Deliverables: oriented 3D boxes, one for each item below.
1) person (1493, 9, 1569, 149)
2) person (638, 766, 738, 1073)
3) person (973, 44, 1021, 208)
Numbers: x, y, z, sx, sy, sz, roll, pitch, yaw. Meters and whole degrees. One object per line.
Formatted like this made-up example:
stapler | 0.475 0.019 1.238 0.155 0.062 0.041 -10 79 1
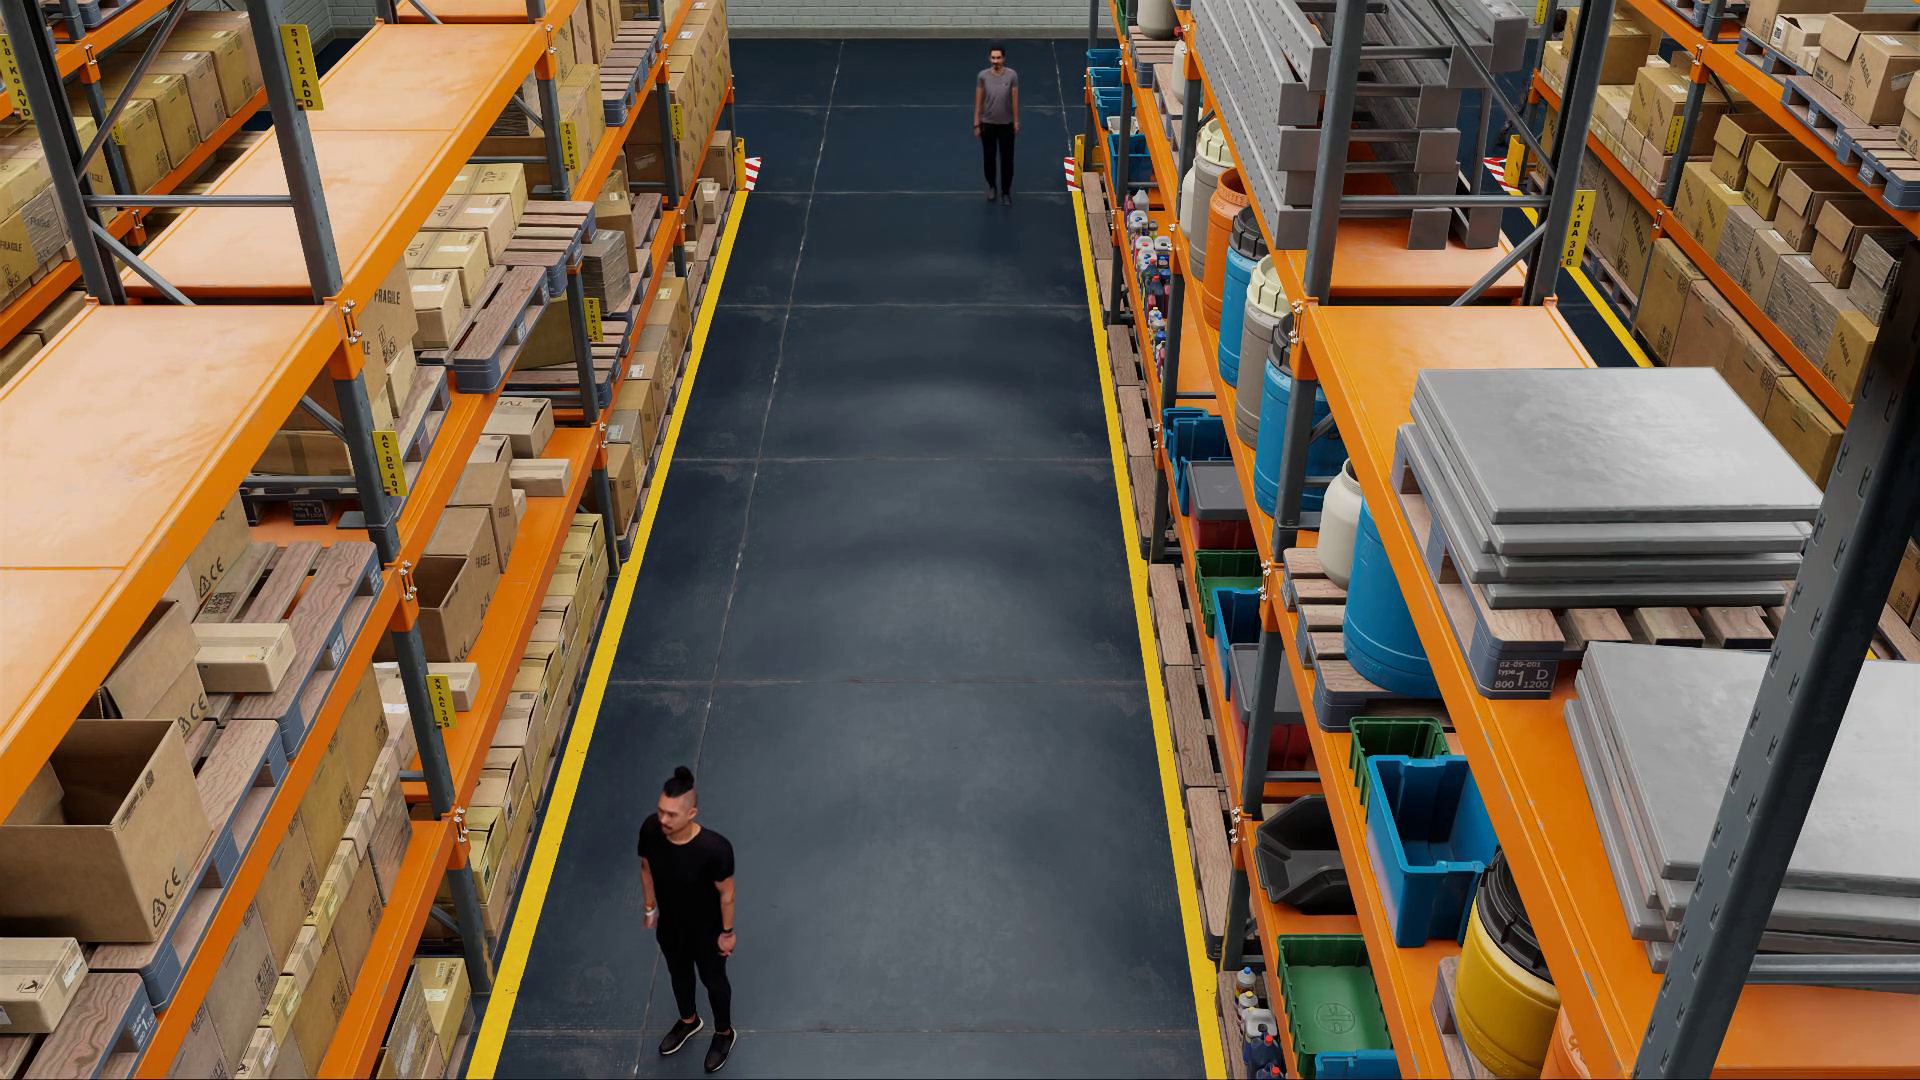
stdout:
person | 6.704 -5.308 19.434 0.660 1.653 1.126 0 33 0
person | -1.328 1.858 8.223 0.770 1.862 0.750 15 36 22
person | 0.412 -4.594 18.258 0.662 1.737 0.764 1 33 2
